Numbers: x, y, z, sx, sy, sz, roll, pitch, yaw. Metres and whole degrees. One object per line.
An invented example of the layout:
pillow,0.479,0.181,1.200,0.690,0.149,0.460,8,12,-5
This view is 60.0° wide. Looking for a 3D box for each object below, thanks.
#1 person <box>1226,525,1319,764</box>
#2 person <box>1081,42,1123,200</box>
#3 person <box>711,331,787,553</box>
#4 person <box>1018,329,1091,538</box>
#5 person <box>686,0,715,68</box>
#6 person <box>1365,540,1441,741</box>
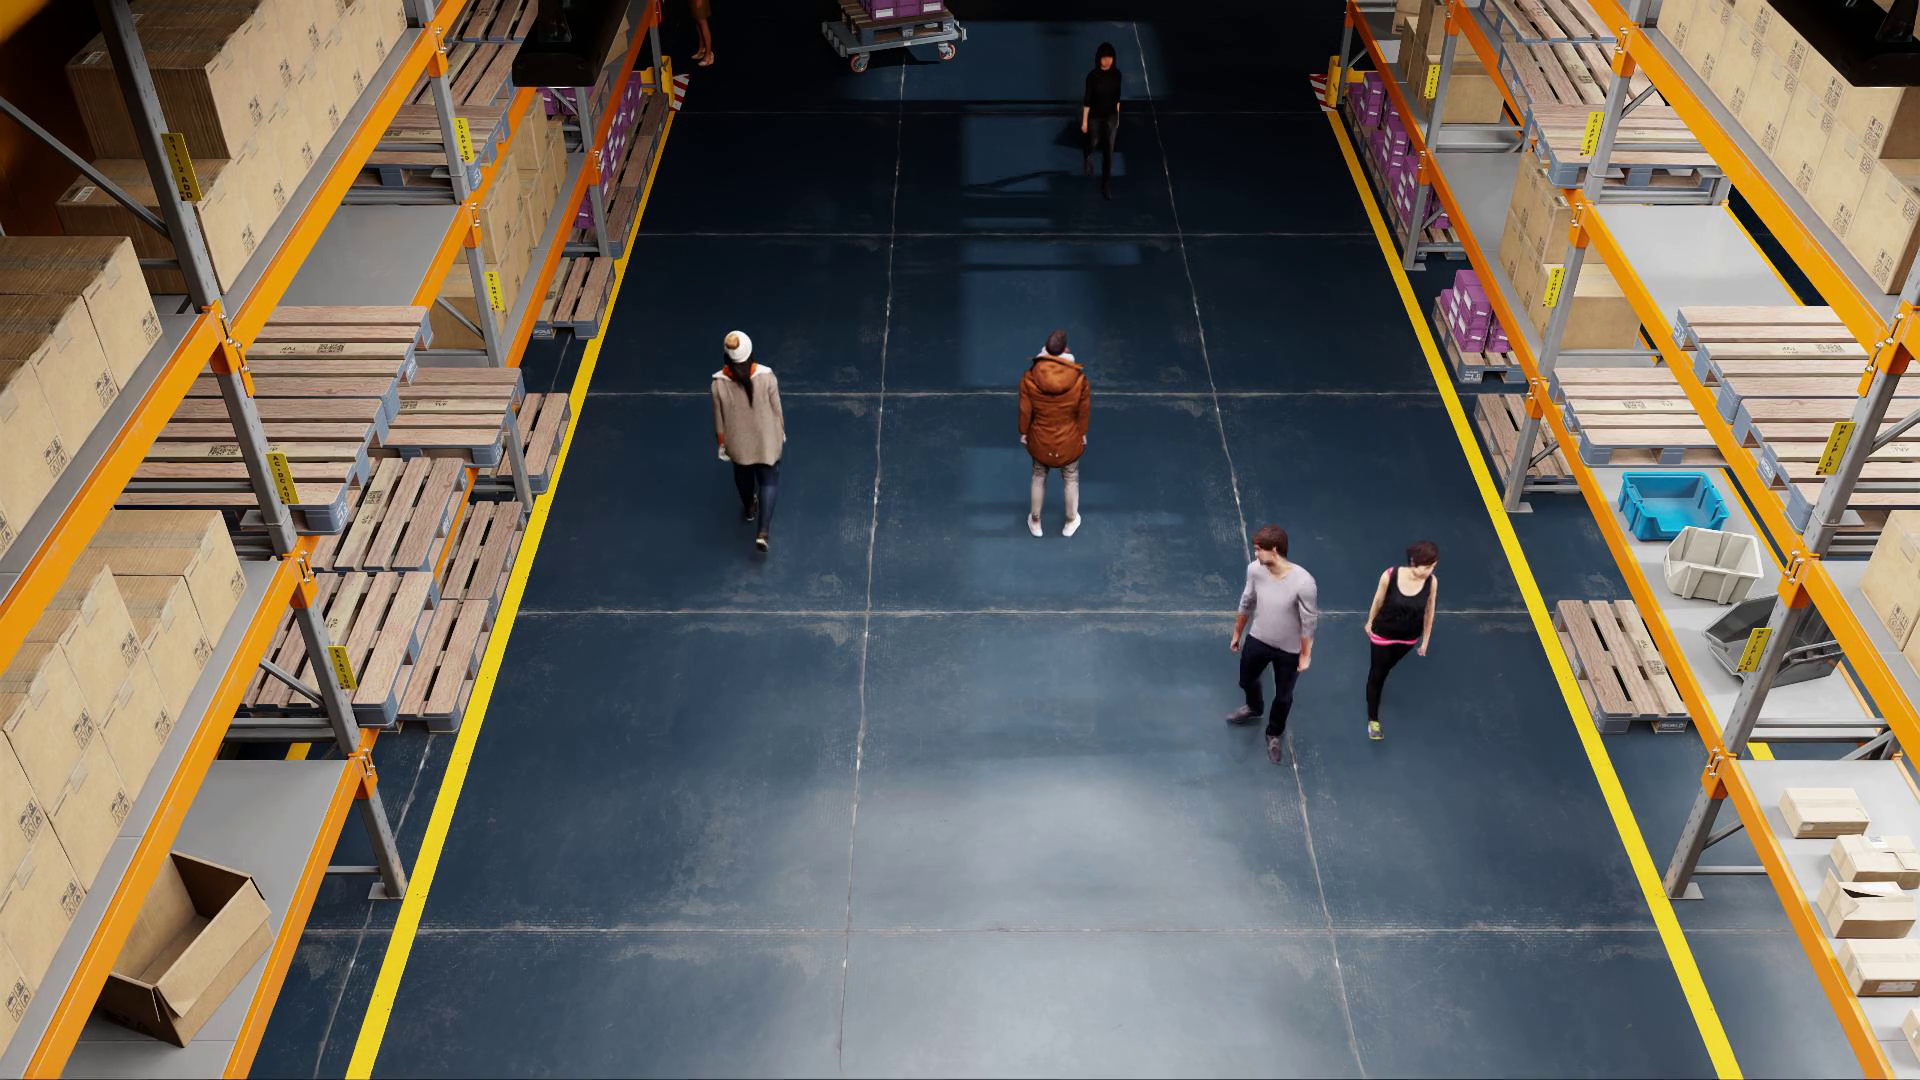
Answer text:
person,2.124,0.689,11.041,0.819,1.812,0.842,13,41,16
person,1.490,-4.525,17.729,0.710,1.612,1.090,-6,39,-7
person,-1.617,-0.758,12.812,0.698,1.863,1.088,1,39,1
person,0.735,-0.808,12.896,0.723,1.836,0.705,3,39,4
person,-3.219,-6.652,20.333,0.704,1.687,0.584,-17,42,-20
person,2.995,0.561,11.440,0.580,1.515,0.961,3,39,4
